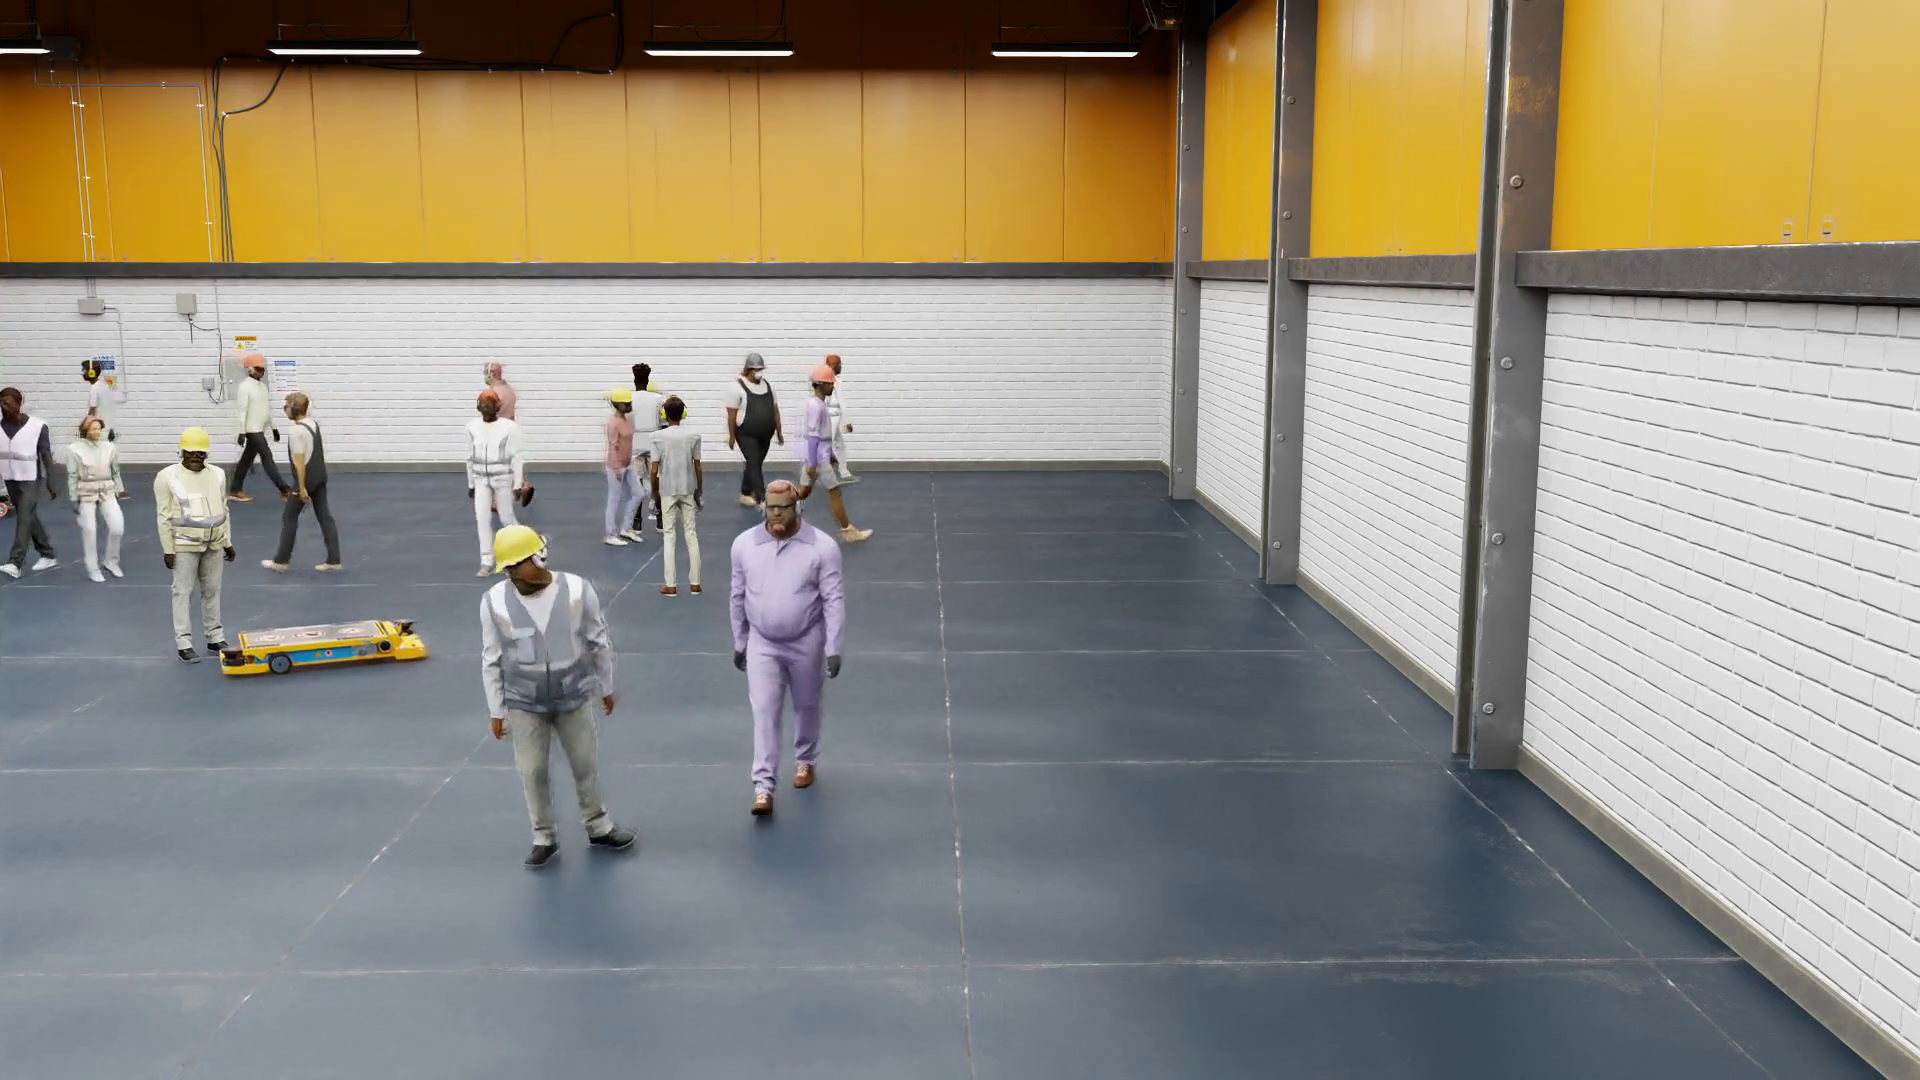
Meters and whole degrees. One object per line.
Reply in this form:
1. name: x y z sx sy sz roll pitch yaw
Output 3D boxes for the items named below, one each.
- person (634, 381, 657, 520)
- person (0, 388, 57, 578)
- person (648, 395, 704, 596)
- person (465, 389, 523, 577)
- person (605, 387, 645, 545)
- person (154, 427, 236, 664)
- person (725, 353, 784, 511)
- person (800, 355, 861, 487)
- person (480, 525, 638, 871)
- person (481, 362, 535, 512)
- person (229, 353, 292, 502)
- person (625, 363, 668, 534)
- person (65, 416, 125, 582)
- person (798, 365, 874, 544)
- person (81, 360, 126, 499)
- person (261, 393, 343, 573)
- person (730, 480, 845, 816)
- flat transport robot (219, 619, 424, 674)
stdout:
1. person: -3.710 -1.069 19.956 0.432 1.720 0.547 2 10 13
2. person: -9.347 -0.571 16.467 0.611 1.859 1.018 1 9 3
3. person: -2.641 -0.409 15.457 0.512 1.872 0.330 -4 10 -21
4. person: -4.630 -0.594 16.637 0.586 1.859 0.817 1 9 7
5. person: -3.682 -0.799 18.213 0.516 1.747 0.546 2 10 13
6. person: -5.910 0.030 12.909 0.403 1.823 0.586 6 11 33
7. person: -2.611 -1.405 21.040 0.987 2.000 0.686 9 13 43
8. person: -1.848 -1.666 23.281 0.949 1.843 0.579 -5 10 -26
9. person: -2.038 0.786 8.401 0.716 1.785 0.450 -3 10 -18
10. person: -5.700 -1.275 20.697 0.578 1.890 0.670 1 9 9
11. person: -9.082 -1.447 21.600 1.098 1.931 0.641 0 9 1
12. person: -3.629 -1.049 19.082 0.609 1.965 0.368 -4 10 -22
13. person: -8.358 -0.388 16.091 0.387 1.626 0.518 8 12 39
14. person: -1.528 -0.918 18.262 1.068 1.989 0.602 -2 9 -11
15. person: -11.427 -1.434 21.850 0.841 1.838 0.546 -2 10 -13
16. person: -6.601 -0.565 16.606 0.906 1.802 0.527 2 9 13
17. person: -0.983 0.581 9.425 0.669 1.851 0.989 0 9 3
18. flat transport robot: -4.935 0.813 12.851 1.431 0.197 0.652 -4 10 -25
